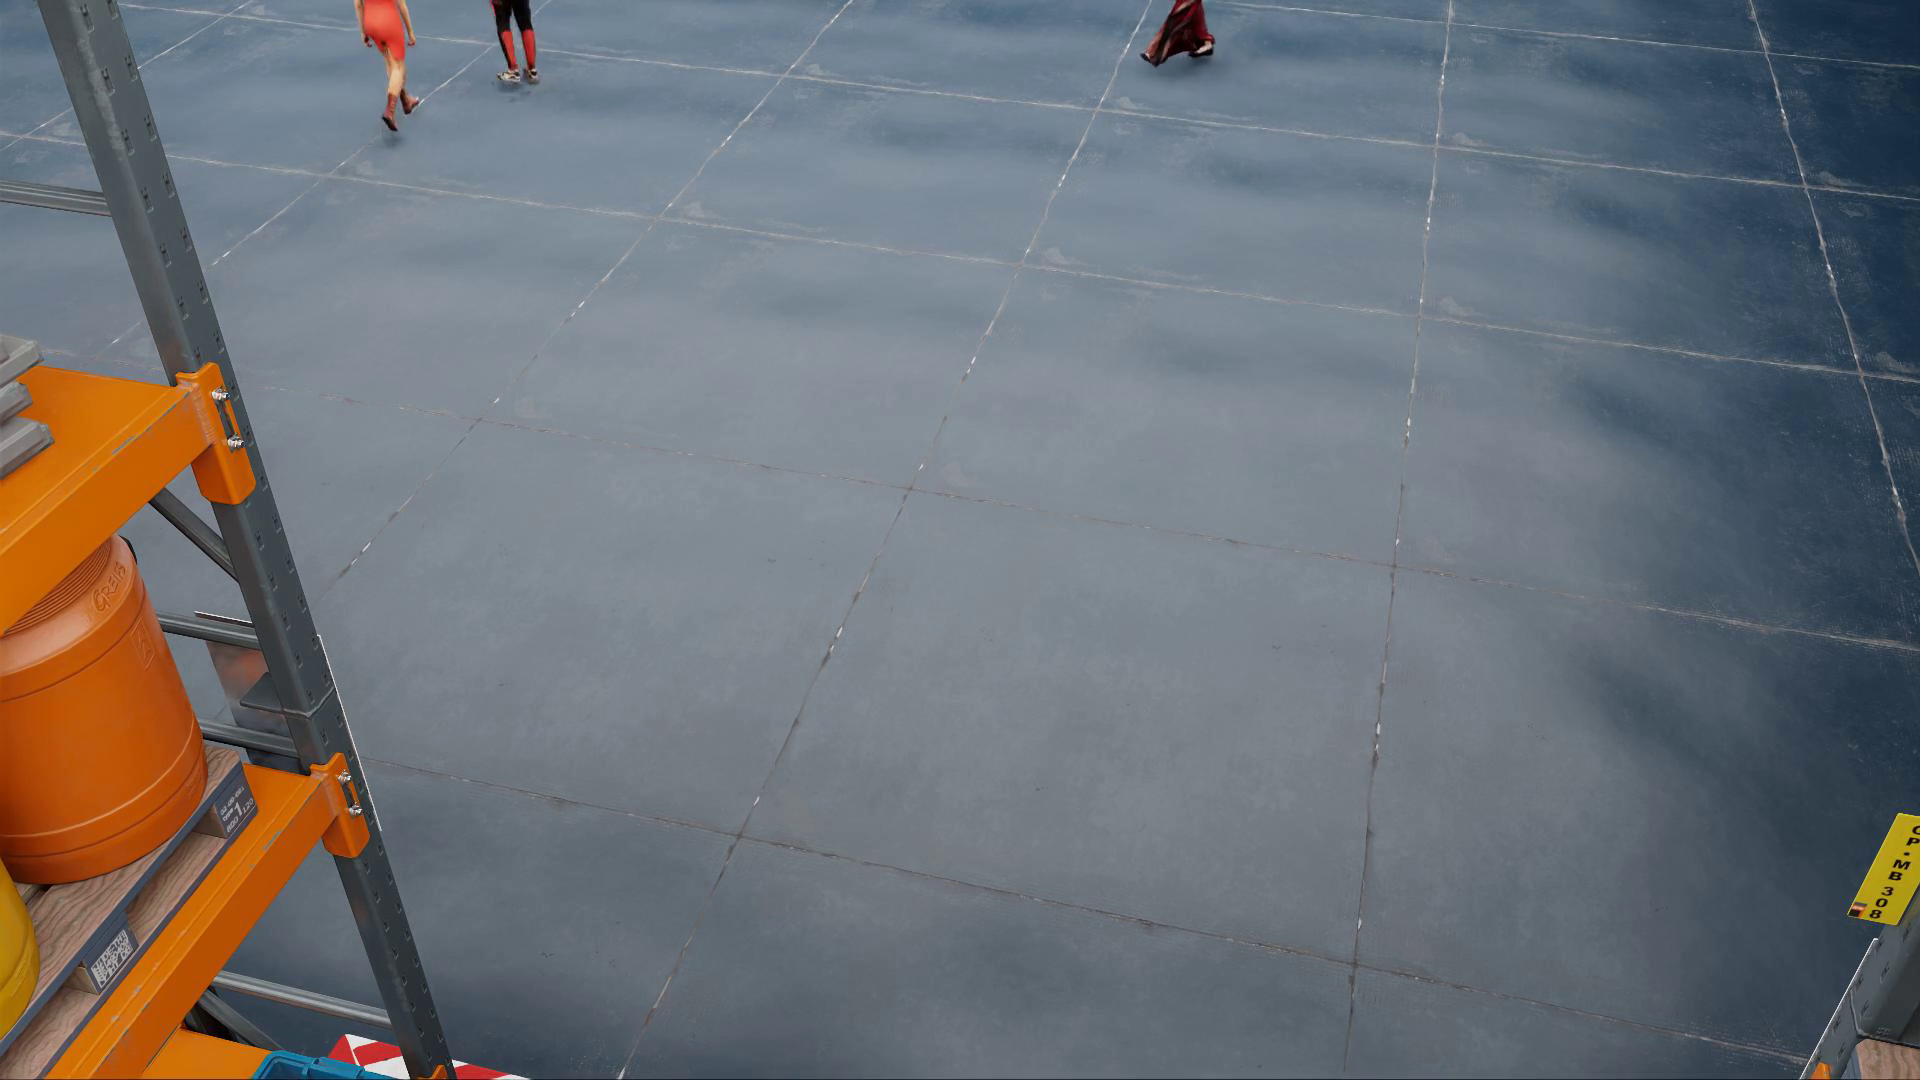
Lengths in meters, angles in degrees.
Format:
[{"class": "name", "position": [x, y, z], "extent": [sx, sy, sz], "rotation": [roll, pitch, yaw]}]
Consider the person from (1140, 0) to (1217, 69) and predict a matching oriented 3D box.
[{"class": "person", "position": [2.197, -5.186, 15.414], "extent": [1.100, 1.586, 1.107], "rotation": [-14, 40, -18]}]

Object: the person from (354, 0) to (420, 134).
[{"class": "person", "position": [-4.950, -4.342, 14.246], "extent": [0.726, 1.696, 1.112], "rotation": [3, 38, 4]}]

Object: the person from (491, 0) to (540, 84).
[{"class": "person", "position": [-4.054, -5.022, 15.051], "extent": [0.880, 1.774, 0.785], "rotation": [24, 44, 28]}]
